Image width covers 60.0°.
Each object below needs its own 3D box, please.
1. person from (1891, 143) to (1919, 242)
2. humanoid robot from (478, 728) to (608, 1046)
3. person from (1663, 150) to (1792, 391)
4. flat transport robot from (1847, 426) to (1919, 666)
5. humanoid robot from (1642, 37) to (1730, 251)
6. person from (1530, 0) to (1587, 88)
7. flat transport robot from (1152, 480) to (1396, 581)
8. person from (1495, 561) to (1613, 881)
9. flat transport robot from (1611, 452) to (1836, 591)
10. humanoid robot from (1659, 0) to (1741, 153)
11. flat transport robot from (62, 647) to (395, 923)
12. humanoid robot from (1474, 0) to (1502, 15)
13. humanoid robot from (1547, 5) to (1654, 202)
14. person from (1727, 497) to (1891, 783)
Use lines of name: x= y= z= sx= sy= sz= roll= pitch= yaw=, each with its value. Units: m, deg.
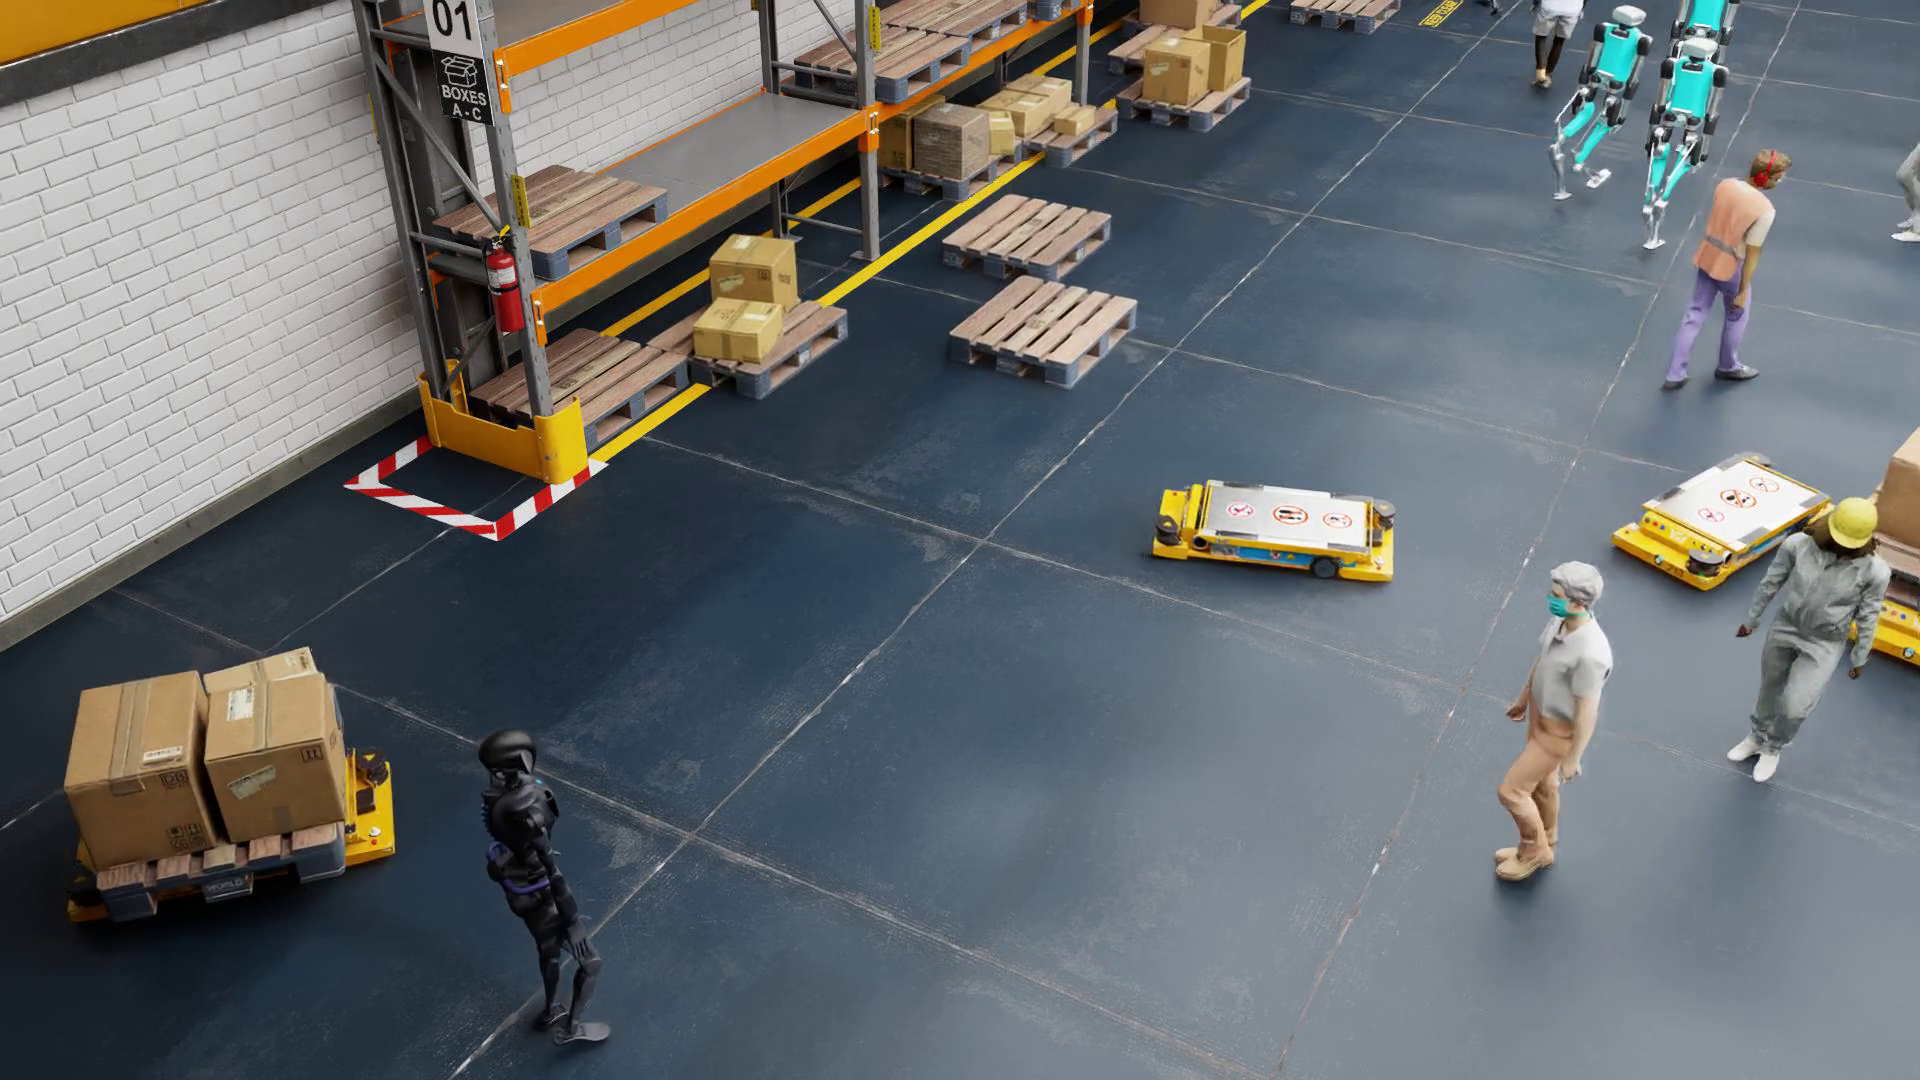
person: x=8.109 y=-3.272 z=13.861 sx=0.378 sy=1.621 sz=0.547 roll=7 pitch=34 yaw=11
humanoid robot: x=-1.712 y=1.398 z=6.755 sx=0.345 sy=1.653 sz=0.587 roll=-22 pitch=39 yaw=-29
person: x=5.432 y=-1.873 z=11.597 sx=0.793 sy=1.797 sz=0.560 roll=-13 pitch=36 yaw=-19
flat transport robot: x=5.752 y=0.319 z=9.665 sx=0.659 sy=0.231 sz=1.431 roll=27 pitch=42 yaw=34
humanoid robot: x=5.770 y=-3.129 z=13.574 sx=0.552 sy=1.797 sz=0.811 roll=25 pitch=41 yaw=33
person: x=6.176 y=-5.458 z=17.139 sx=0.571 sy=1.671 sz=0.501 roll=9 pitch=35 yaw=14
flat transport robot: x=1.940 y=-0.067 z=10.249 sx=1.431 sy=0.231 sz=0.659 roll=7 pitch=34 yaw=10
person: x=2.666 y=0.843 z=7.549 sx=0.443 sy=1.723 sz=0.490 roll=1 pitch=33 yaw=1
flat transport robot: x=4.776 y=-0.136 z=10.353 sx=1.431 sy=0.231 sz=0.659 roll=-22 pitch=39 yaw=-30
humanoid robot: x=6.812 y=-4.451 z=15.470 sx=0.530 sy=1.702 sz=0.740 roll=17 pitch=37 yaw=24
flat transport robot: x=-3.495 y=1.402 z=8.027 sx=1.431 sy=0.231 sz=0.659 roll=-10 pitch=35 yaw=-15
humanoid robot: x=6.322 y=-7.038 z=19.560 sx=0.586 sy=1.651 sz=0.618 roll=-21 pitch=39 yaw=-28
humanoid robot: x=5.466 y=-3.708 z=14.408 sx=1.010 sy=1.705 sz=0.538 roll=-25 pitch=41 yaw=-33
person: x=4.119 y=0.474 z=8.116 sx=0.473 sy=1.705 sz=0.577 roll=-28 pitch=43 yaw=-36
